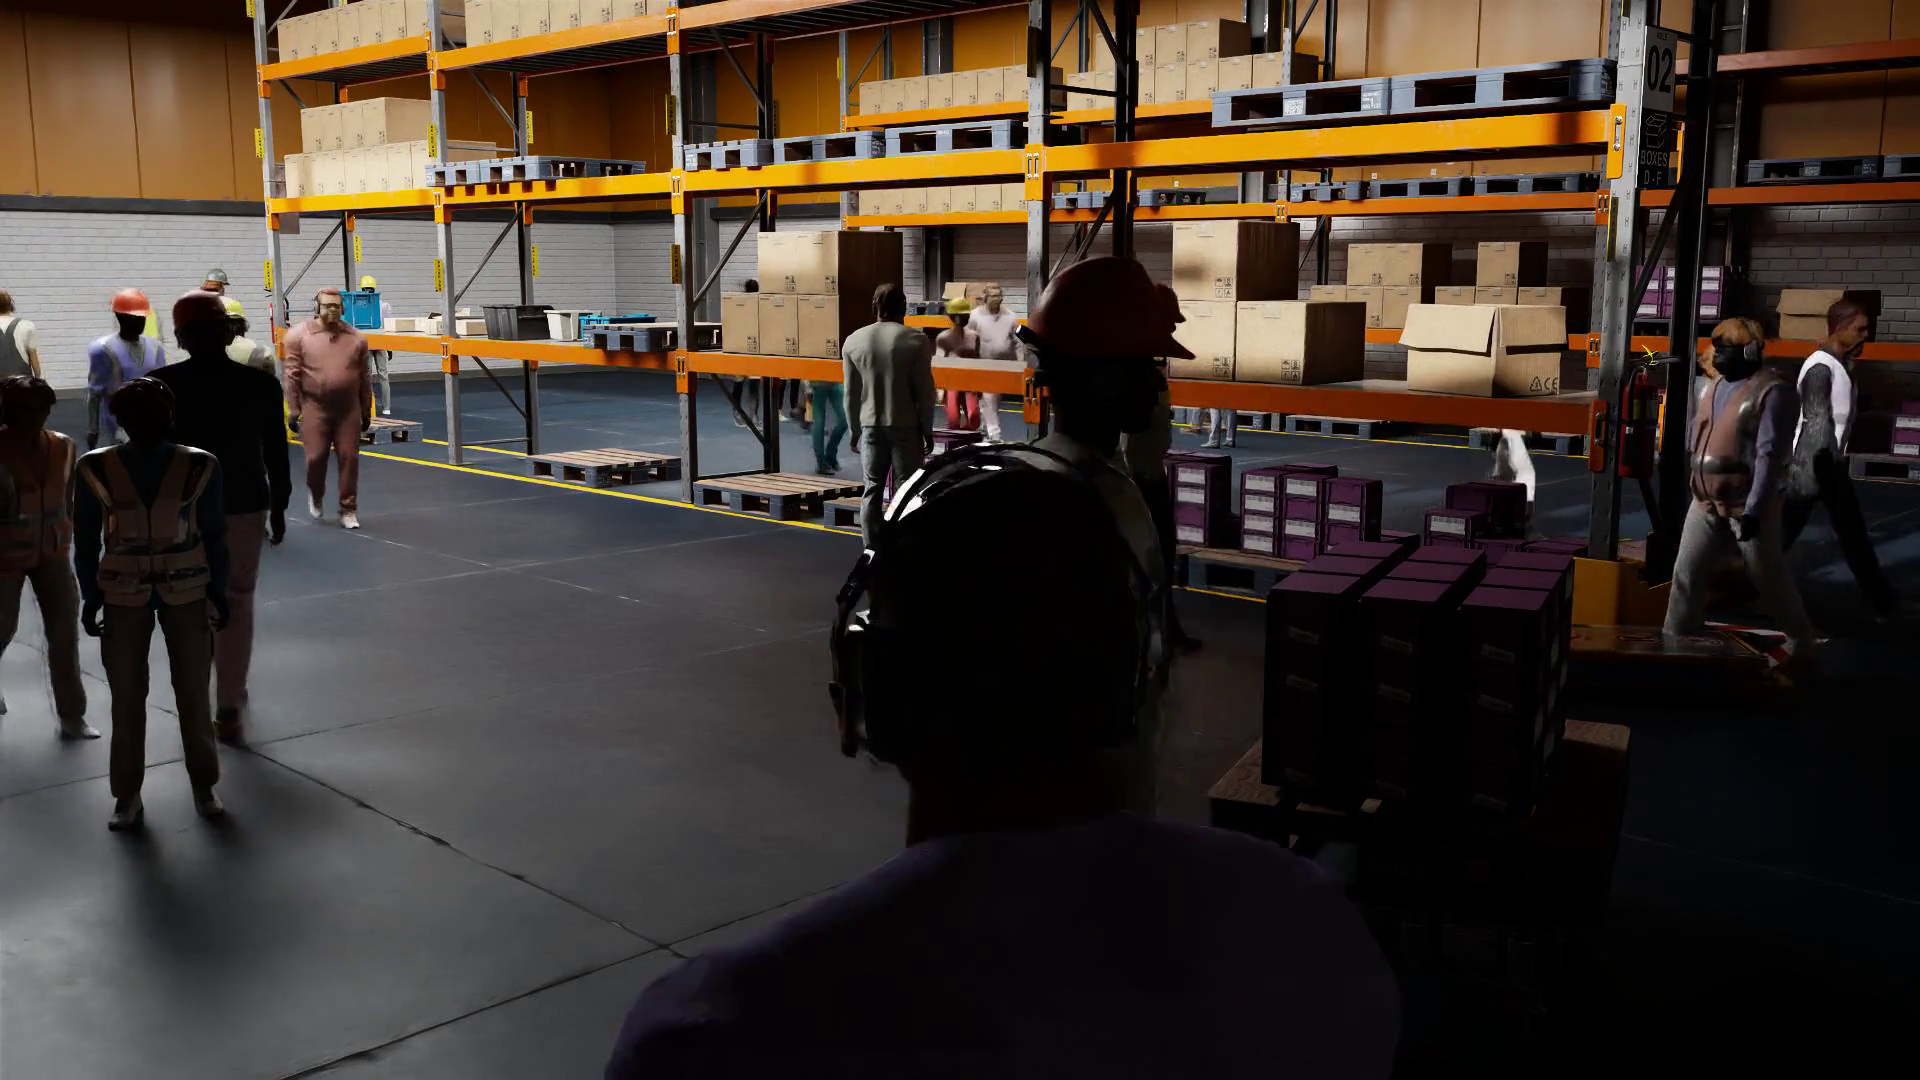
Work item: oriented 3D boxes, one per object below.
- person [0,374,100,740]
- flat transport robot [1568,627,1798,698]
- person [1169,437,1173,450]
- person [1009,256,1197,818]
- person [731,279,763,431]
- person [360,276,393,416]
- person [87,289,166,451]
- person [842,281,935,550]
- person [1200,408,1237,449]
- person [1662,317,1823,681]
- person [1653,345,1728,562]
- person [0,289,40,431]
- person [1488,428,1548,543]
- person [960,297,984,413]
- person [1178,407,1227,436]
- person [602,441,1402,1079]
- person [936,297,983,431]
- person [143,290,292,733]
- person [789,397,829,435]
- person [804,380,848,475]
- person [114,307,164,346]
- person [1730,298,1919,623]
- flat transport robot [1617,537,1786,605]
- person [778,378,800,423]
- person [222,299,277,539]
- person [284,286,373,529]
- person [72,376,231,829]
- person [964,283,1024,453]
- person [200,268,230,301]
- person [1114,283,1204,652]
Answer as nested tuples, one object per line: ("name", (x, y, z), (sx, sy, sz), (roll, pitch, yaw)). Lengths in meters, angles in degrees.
("person", (-4.132, 0.063, 7.237), (0.840, 1.592, 0.521), (6, 11, 31))
("flat transport robot", (3.219, 0.574, 8.102), (1.431, 0.197, 0.652), (1, 9, 8))
("person", (1.492, -1.013, 13.500), (0.545, 1.678, 0.415), (-7, 12, -37))
("person", (0.258, 0.478, 3.275), (0.378, 2.044, 0.607), (-3, 10, -18))
("person", (-2.698, -2.341, 21.021), (0.625, 1.913, 0.965), (-4, 10, -22))
("person", (-8.090, -2.657, 22.852), (0.588, 1.927, 0.371), (-7, 11, -35))
("person", (-5.883, -0.847, 11.916), (0.995, 1.874, 0.561), (5, 10, 28))
("person", (-0.459, -0.725, 10.969), (0.627, 1.940, 0.372), (3, 10, 16))
("person", (2.924, -1.905, 18.753), (0.523, 1.761, 0.328), (-5, 11, -30))
("person", (3.816, -0.182, 8.083), (0.950, 1.801, 0.634), (-3, 10, -16))
("person", (4.564, -0.436, 10.252), (0.526, 1.596, 0.398), (8, 12, 40))
("person", (-9.123, -1.495, 15.996), (0.522, 1.834, 0.475), (-4, 10, -24))
("person", (4.152, -0.772, 12.209), (0.629, 1.617, 0.535), (7, 11, 35))
("person", (0.184, -2.572, 23.263), (0.493, 1.625, 0.281), (-4, 10, -22))
("person", (2.961, -2.206, 20.206), (0.708, 1.909, 0.655), (7, 11, 35))
("person", (0.095, 0.891, 1.188), (0.638, 1.912, 0.890), (-4, 10, -25))
("person", (-0.032, -1.502, 16.277), (0.545, 1.751, 0.486), (-7, 12, -36))
("person", (-3.331, -0.146, 7.457), (0.620, 1.923, 1.012), (-3, 10, -18))
("person", (-1.836, -2.228, 20.248), (0.511, 1.917, 0.559), (4, 10, 25))
("person", (-1.293, -1.508, 16.315), (0.554, 1.750, 0.370), (-7, 12, -37))
("person", (-10.247, -2.229, 20.742), (0.972, 1.766, 0.632), (5, 10, 28))
("person", (4.970, -0.432, 9.435), (1.021, 1.850, 0.626), (8, 12, 42))
("flat transport robot", (4.445, 0.175, 10.549), (0.652, 0.197, 1.431), (-4, 10, -22))
("person", (-2.255, -2.388, 21.931), (0.321, 1.689, 0.530), (8, 13, 42))
("person", (-5.321, -0.868, 12.259), (0.624, 1.805, 0.546), (-2, 9, -9))
("person", (-4.921, -1.032, 12.999), (0.662, 1.890, 0.513), (-6, 11, -32))
("person", (-2.938, 0.223, 6.081), (0.512, 1.638, 0.312), (-4, 10, -24))
("person", (0.390, -1.908, 18.462), (0.656, 1.854, 0.987), (-4, 10, -24))
("person", (-9.424, -2.454, 21.258), (0.682, 2.000, 0.538), (3, 10, 20))
("person", (0.869, -0.392, 8.894), (0.894, 1.956, 0.632), (5, 11, 29))
